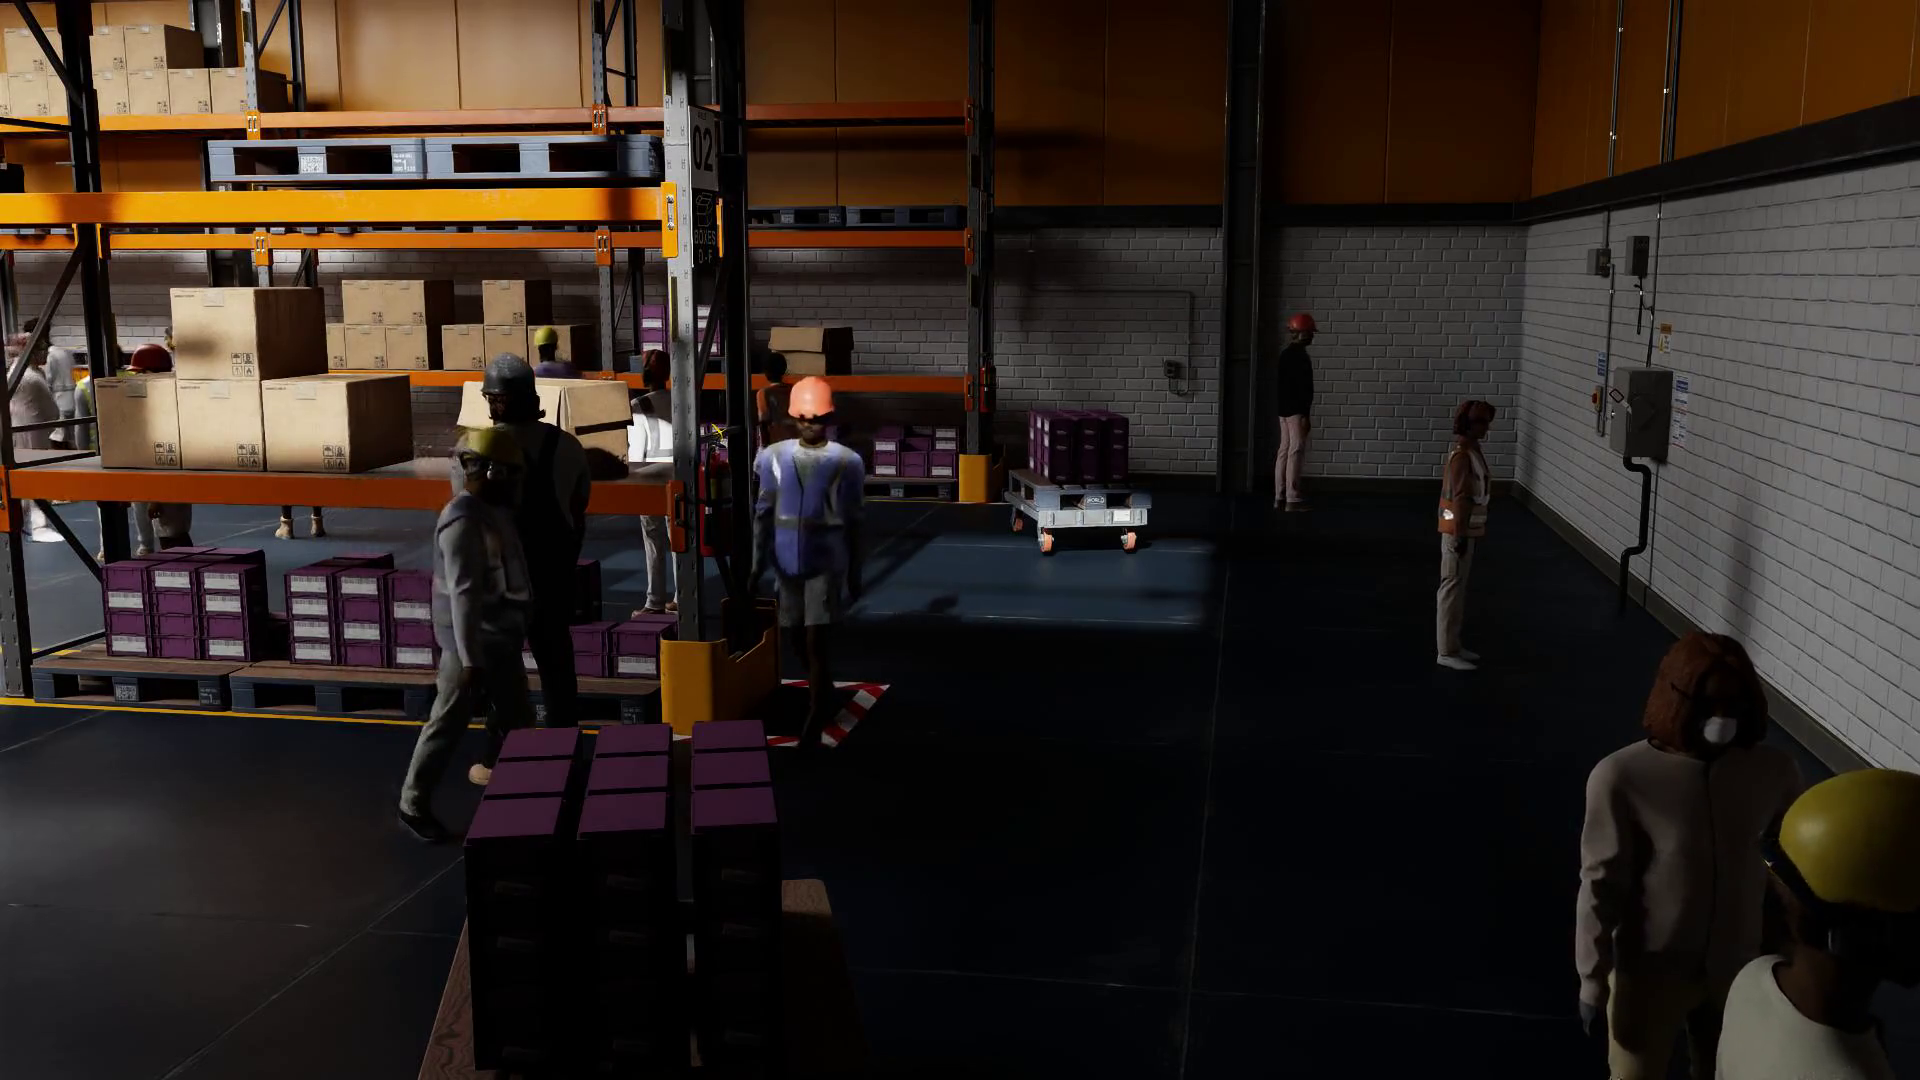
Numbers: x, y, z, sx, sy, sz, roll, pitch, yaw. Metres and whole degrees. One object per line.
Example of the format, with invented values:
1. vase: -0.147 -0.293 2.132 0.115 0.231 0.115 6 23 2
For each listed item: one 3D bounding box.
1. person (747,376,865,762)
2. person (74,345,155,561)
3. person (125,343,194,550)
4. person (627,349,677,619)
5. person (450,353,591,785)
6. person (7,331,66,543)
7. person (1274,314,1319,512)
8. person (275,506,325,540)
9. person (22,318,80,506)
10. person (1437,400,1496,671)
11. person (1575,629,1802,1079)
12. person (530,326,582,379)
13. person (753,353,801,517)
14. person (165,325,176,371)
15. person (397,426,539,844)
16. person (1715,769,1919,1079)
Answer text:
1. person: -0.755 0.100 8.505 0.552 1.901 0.922 2 9 13
2. person: -7.036 -0.733 13.890 0.631 1.837 0.429 -8 12 -40
3. person: -5.383 -0.359 11.231 0.375 1.935 0.551 -1 9 -8
4. person: -2.063 -0.369 11.460 0.355 1.885 0.574 7 12 38
5. person: -2.109 0.136 7.838 0.538 2.000 0.683 9 13 44
6. person: -8.208 -0.904 14.763 0.445 1.887 0.658 -5 10 -29
7. person: 3.411 -1.285 16.808 0.401 1.989 0.623 -2 9 -11
8. person: -6.036 -1.024 15.032 0.605 2.044 0.375 -6 11 -32
9. person: -9.448 -1.338 17.331 0.417 1.932 0.884 -2 9 -14
10. person: 3.075 -0.036 10.160 0.315 1.636 0.515 4 10 23
11. person: 1.647 0.997 3.784 0.512 1.624 0.276 -1 9 -4
12. person: -3.744 -1.007 15.304 0.603 1.915 0.510 -5 11 -30
13. person: -1.736 -0.884 15.321 0.543 1.671 0.782 -8 12 -42
14. person: -8.324 -1.419 18.137 0.787 1.839 0.543 0 9 1
15. person: -2.011 0.417 6.948 0.876 1.775 0.669 1 9 4
16. person: 1.169 1.169 2.284 0.326 1.767 0.530 2 9 11
